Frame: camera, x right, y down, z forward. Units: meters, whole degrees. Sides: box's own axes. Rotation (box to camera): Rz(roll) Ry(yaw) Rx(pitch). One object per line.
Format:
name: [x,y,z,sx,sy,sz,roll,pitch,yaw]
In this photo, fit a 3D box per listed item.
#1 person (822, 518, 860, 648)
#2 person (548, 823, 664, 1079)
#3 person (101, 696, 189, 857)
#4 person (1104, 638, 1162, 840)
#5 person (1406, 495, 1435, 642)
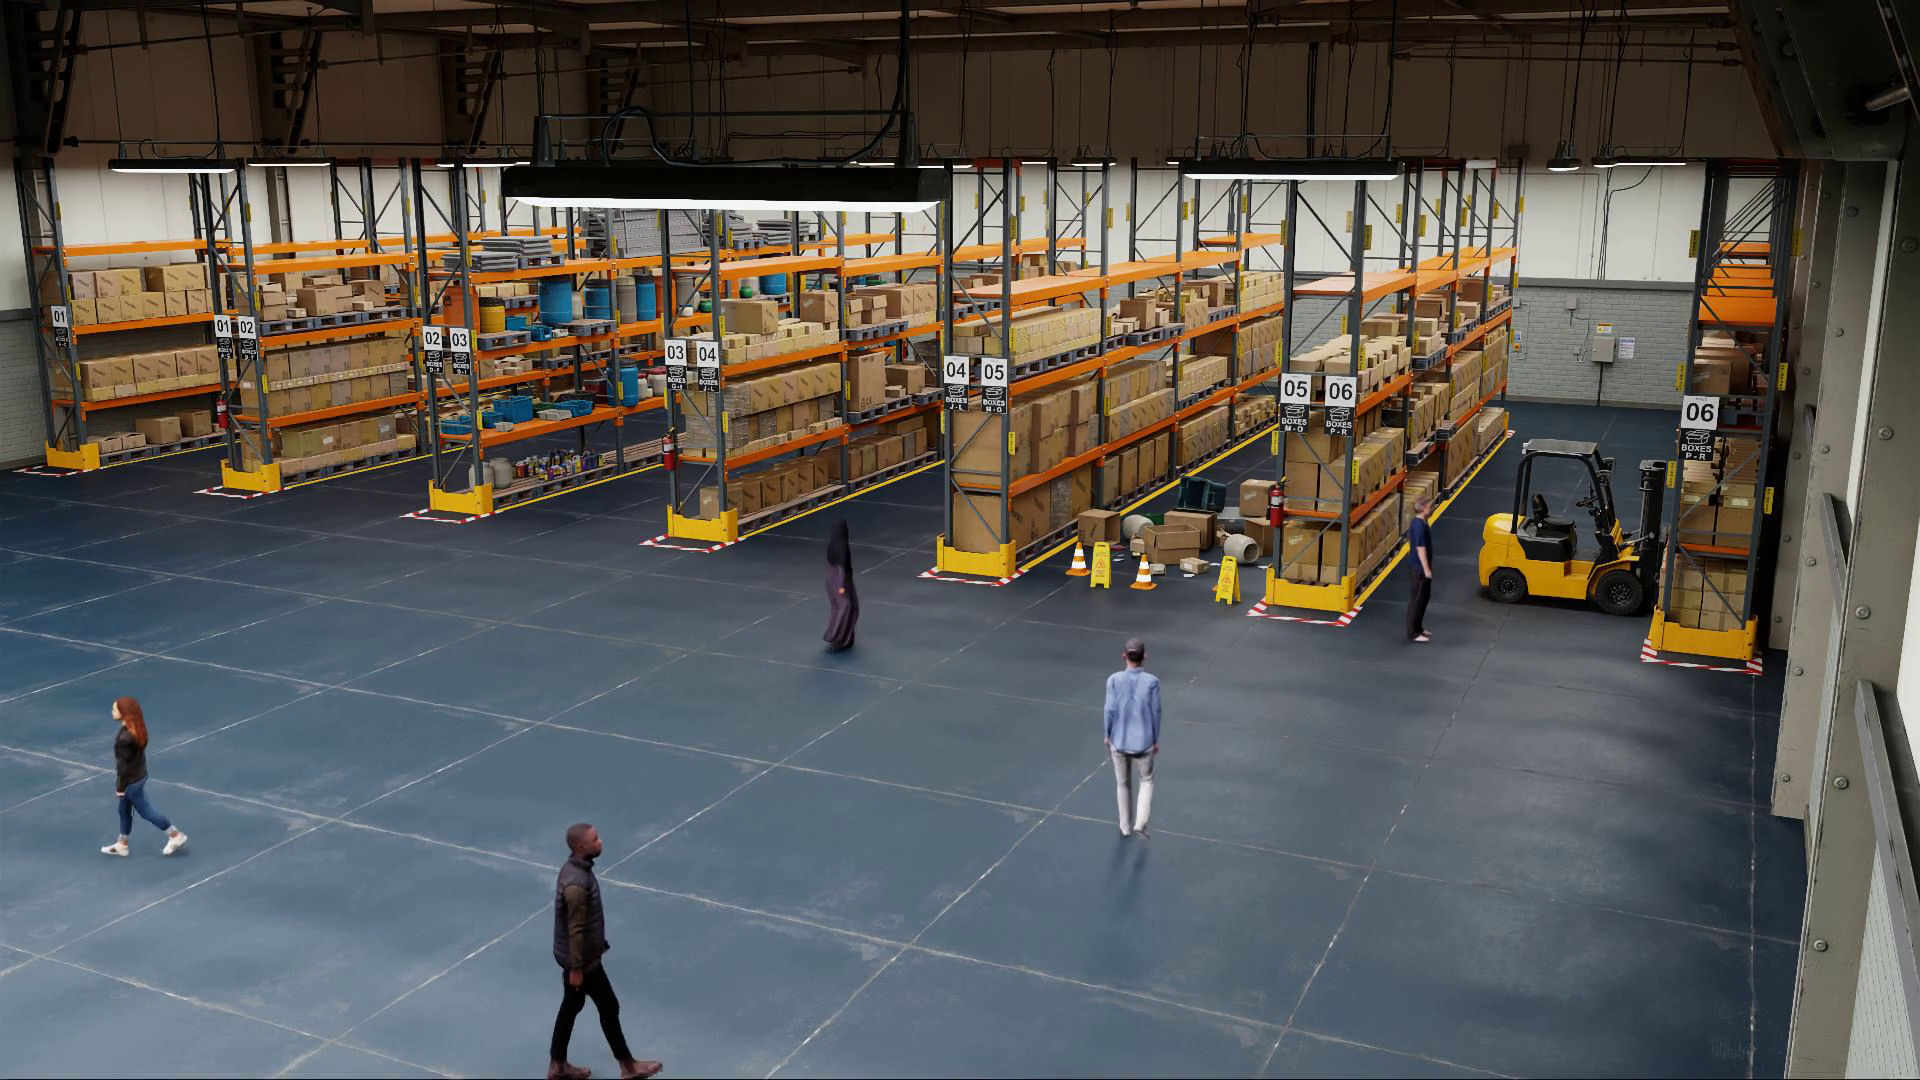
person: [-1.541,0.530,20.916,0.974,1.607,0.917,-2,13,-10]
person: [-2.571,2.743,10.910,1.116,1.808,1.088,-3,13,-12]
person: [-7.144,2.084,14.535,0.985,1.458,0.969,-4,13,-15]
person: [1.534,1.804,14.814,0.800,1.877,0.923,2,13,8]
person: [5.800,0.351,21.110,0.739,1.867,0.539,5,14,21]
